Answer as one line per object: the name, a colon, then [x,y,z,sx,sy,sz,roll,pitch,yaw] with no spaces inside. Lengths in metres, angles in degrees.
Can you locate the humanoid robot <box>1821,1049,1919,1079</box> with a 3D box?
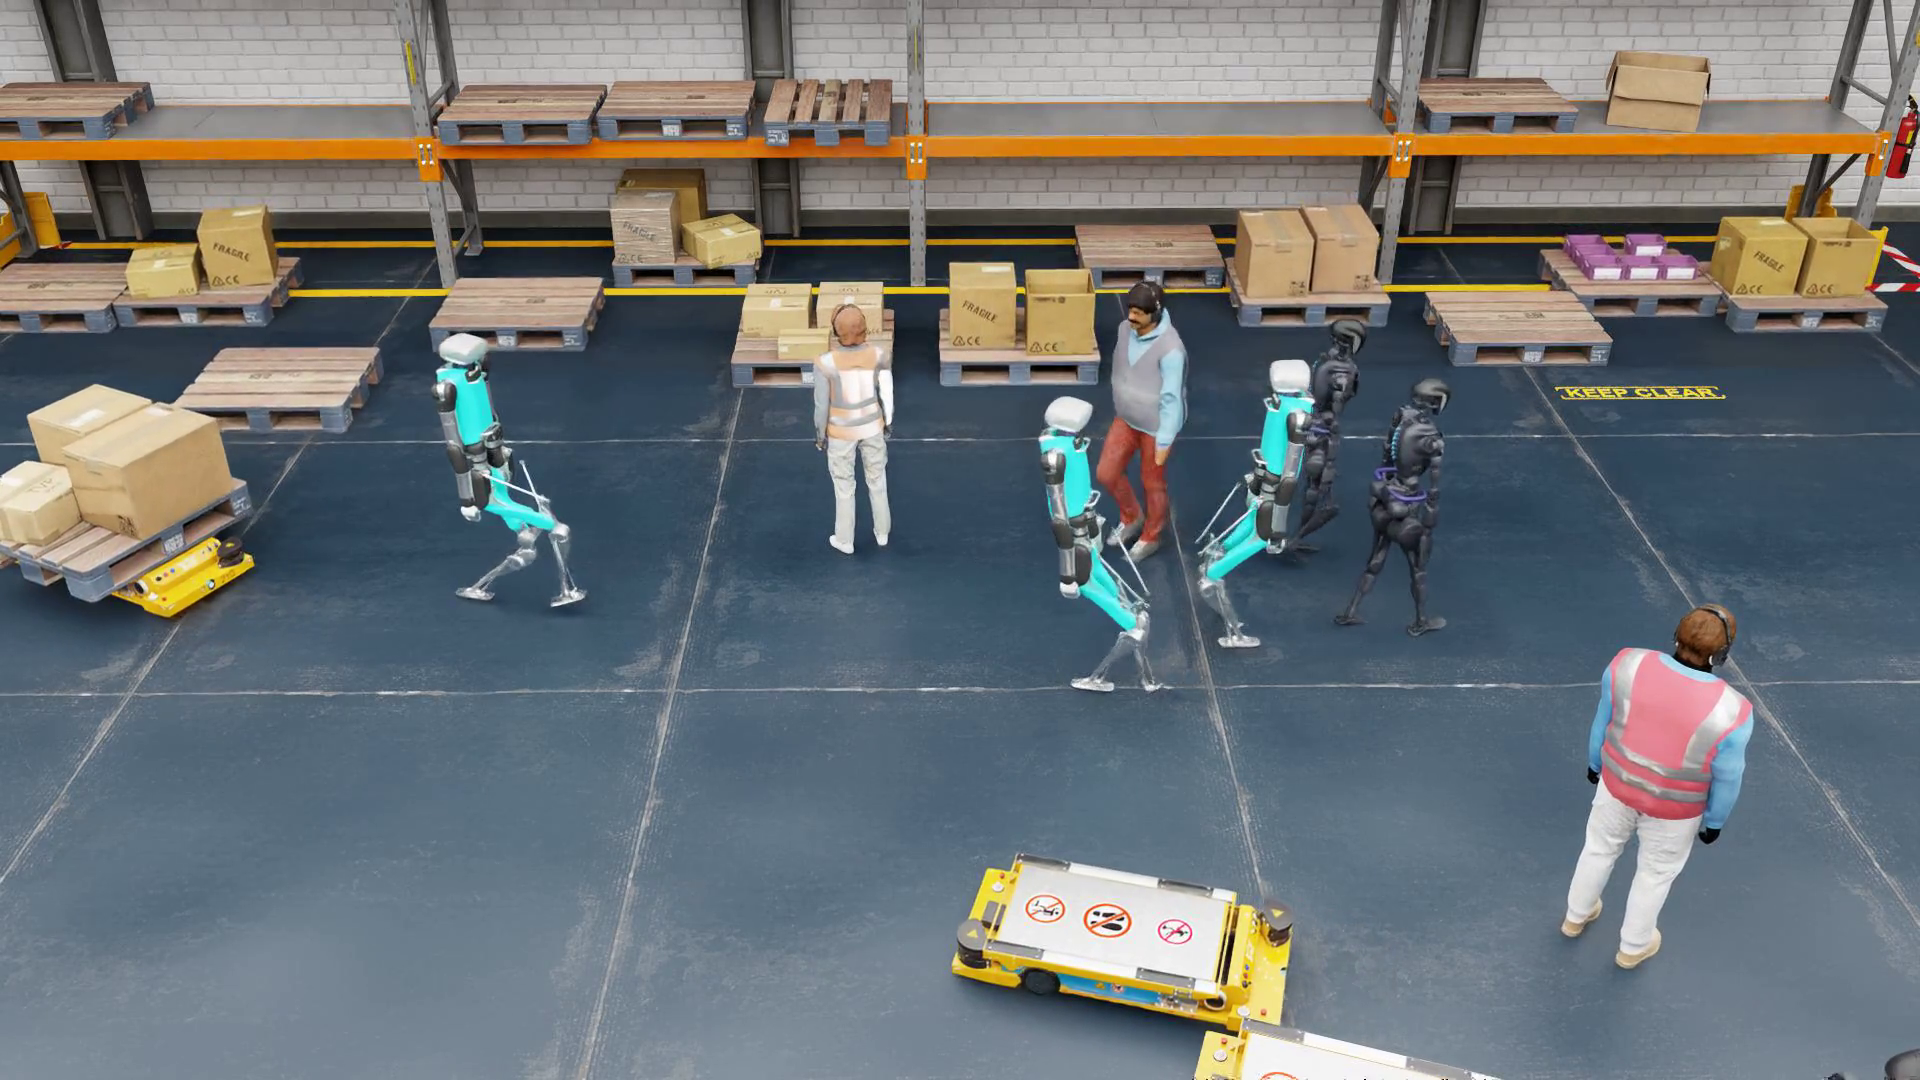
humanoid robot: [2.779,2.251,5.313,0.390,1.638,0.614,-11,33,-17]

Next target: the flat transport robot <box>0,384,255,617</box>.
flat transport robot: [-5.145,0.079,10.280,1.431,0.231,0.659,15,34,23]

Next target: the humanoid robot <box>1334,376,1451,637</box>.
humanoid robot: [2.529,-0.200,9.407,0.614,1.644,0.615,-8,32,-13]

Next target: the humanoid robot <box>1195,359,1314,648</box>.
humanoid robot: [1.546,-0.142,9.239,0.678,1.812,0.536,-2,31,-3]

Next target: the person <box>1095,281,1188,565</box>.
person: [1.109,-0.696,10.022,0.481,1.856,0.567,-24,38,-34]

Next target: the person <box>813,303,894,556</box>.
person: [-0.645,-0.668,10.192,0.522,1.636,0.309,-13,33,-20]

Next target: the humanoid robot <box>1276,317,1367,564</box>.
humanoid robot: [2.163,-0.606,10.056,0.376,1.648,0.612,3,31,4]

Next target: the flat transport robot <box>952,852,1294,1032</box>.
flat transport robot: [0.738,1.790,7.430,1.431,0.231,0.659,8,32,13]

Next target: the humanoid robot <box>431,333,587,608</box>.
humanoid robot: [-2.535,-0.329,9.582,1.041,1.766,0.548,6,31,9]

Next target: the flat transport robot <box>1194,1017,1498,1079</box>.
flat transport robot: [1.616,2.324,6.543,1.431,0.231,0.659,10,32,16]

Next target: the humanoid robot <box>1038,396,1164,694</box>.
humanoid robot: [0.822,0.147,8.830,0.851,1.865,0.530,9,32,14]

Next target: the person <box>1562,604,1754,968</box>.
person: [2.986,1.065,7.126,0.637,1.830,0.429,25,39,36]
